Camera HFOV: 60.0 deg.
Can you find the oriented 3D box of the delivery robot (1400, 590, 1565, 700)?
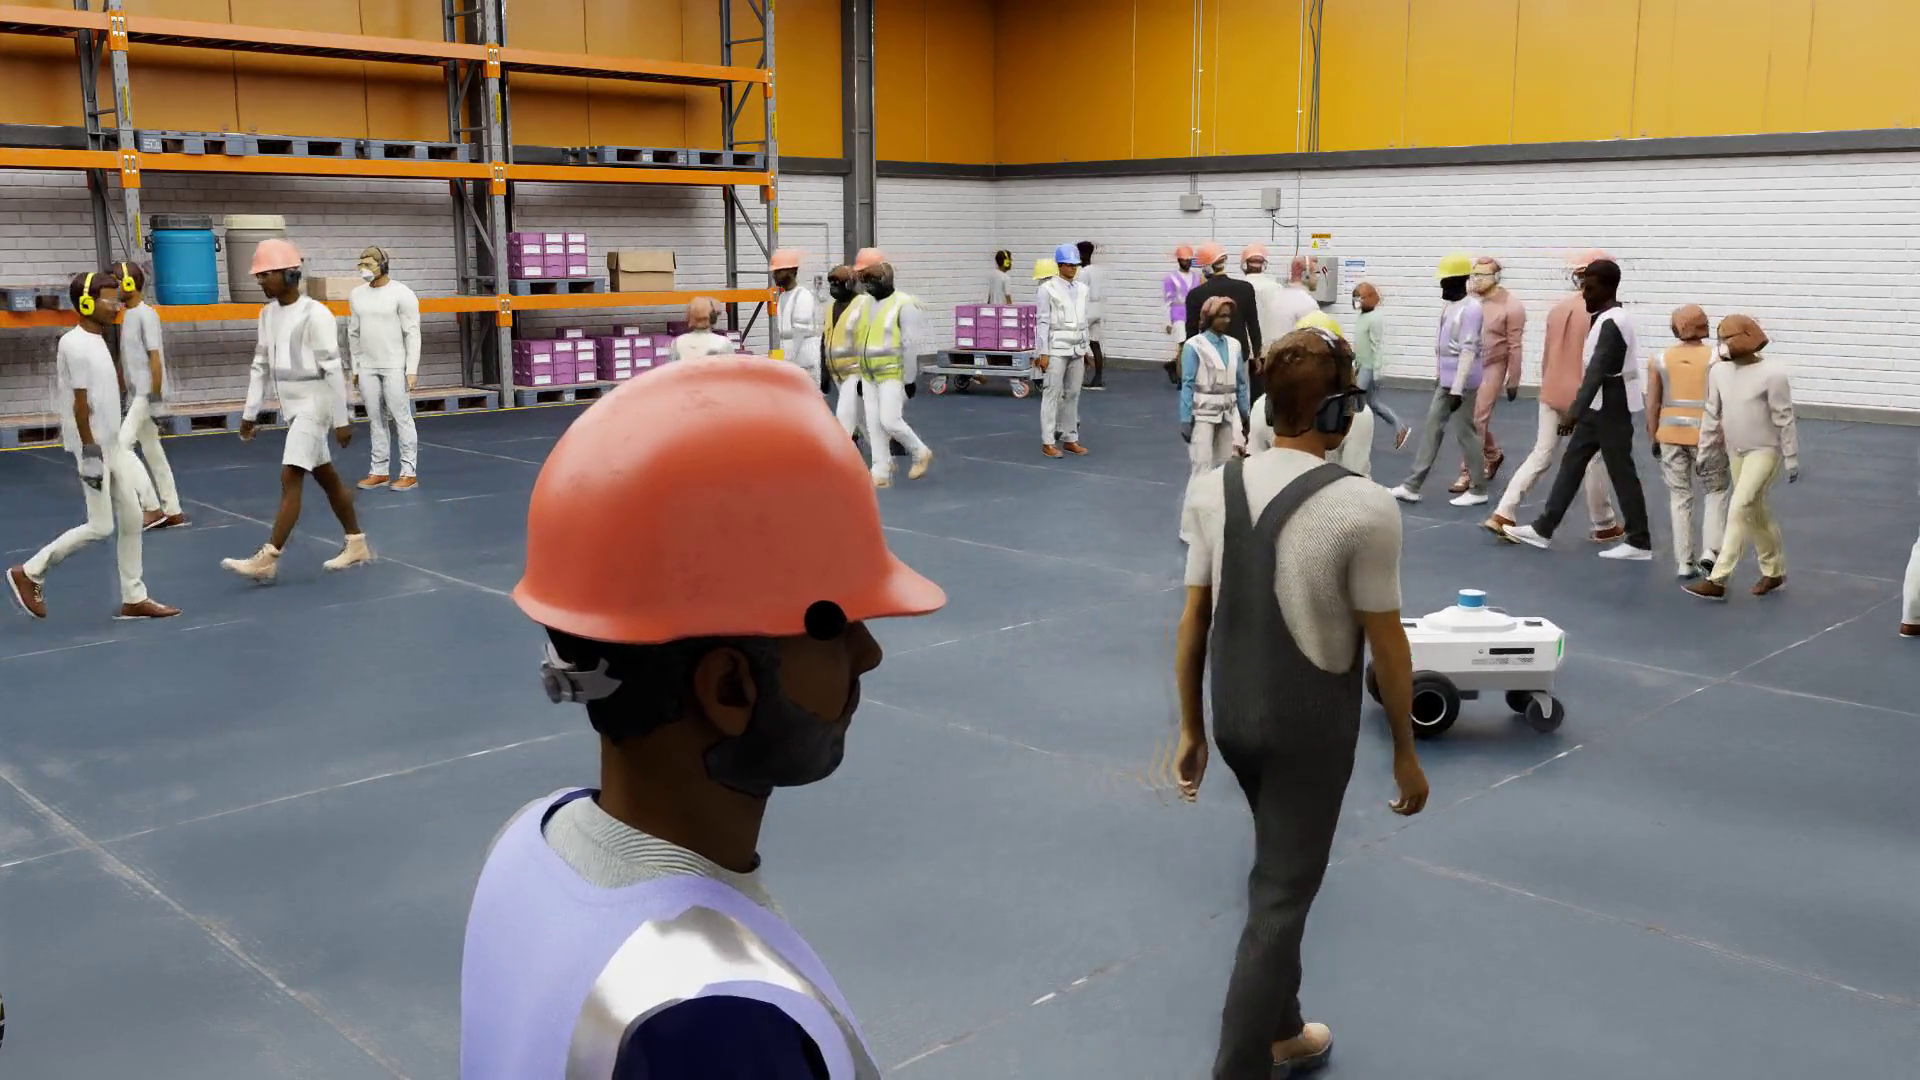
[{"bbox_3d":[2.107,0.449,6.875,0.707,0.478,0.477,0,11,0],"label":"delivery robot"}]

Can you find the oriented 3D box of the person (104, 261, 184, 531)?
[{"bbox_3d":[-5.660,-0.970,11.384,0.581,1.845,0.510,-7,13,-34],"label":"person"}]

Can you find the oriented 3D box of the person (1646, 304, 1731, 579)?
[{"bbox_3d":[4.309,-0.572,9.805,0.555,1.613,0.344,8,13,38],"label":"person"}]

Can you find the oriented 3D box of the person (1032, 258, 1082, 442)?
[{"bbox_3d":[0.923,-1.838,16.224,0.453,1.801,0.626,-5,12,-26],"label":"person"}]

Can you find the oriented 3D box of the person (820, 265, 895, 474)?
[{"bbox_3d":[-0.873,-1.380,13.793,0.937,1.791,0.656,-8,13,-38],"label":"person"}]

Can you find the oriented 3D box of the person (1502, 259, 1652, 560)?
[{"bbox_3d":[3.922,-0.801,10.390,0.955,1.867,0.591,3,11,13],"label":"person"}]

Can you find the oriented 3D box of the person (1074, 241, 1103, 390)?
[{"bbox_3d":[1.535,-2.940,21.839,0.846,1.937,0.632,7,12,33],"label":"person"}]

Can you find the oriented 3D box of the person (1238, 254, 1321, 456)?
[{"bbox_3d":[2.654,-1.363,13.453,0.807,1.879,0.648,-2,11,-11],"label":"person"}]

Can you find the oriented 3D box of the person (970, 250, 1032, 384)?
[{"bbox_3d":[0.561,-3.042,22.763,0.997,1.826,0.536,-4,11,-22],"label":"person"}]

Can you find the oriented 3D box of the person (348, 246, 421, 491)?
[{"bbox_3d":[-4.570,-1.355,13.210,0.635,1.937,0.353,4,11,20],"label":"person"}]

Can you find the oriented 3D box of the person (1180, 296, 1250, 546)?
[{"bbox_3d":[1.657,-0.767,10.838,0.543,1.632,0.367,-9,14,-40],"label":"person"}]

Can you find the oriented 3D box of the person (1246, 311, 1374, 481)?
[{"bbox_3d":[1.305,-0.019,6.479,0.529,1.734,0.661,7,13,35],"label":"person"}]

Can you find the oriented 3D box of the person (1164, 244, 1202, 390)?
[{"bbox_3d":[2.895,-2.914,21.781,0.553,1.913,0.649,-6,12,-28],"label":"person"}]

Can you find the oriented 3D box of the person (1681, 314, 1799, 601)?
[{"bbox_3d":[4.333,-0.447,9.210,0.846,1.586,0.520,-3,11,-18],"label":"person"}]

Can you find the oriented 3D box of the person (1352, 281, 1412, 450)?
[{"bbox_3d":[3.865,-1.596,15.441,0.697,1.605,0.542,-1,10,-3],"label":"person"}]

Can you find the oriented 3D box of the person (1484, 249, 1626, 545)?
[{"bbox_3d":[3.955,-0.915,10.847,1.023,1.941,0.665,-5,11,-24],"label":"person"}]

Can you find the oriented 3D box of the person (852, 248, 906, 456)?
[{"bbox_3d":[-0.867,-1.687,15.125,0.851,1.899,0.572,-4,11,-22],"label":"person"}]

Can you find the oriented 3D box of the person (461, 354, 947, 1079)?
[{"bbox_3d":[-0.182,0.826,1.320,0.358,1.938,0.545,-6,12,-31],"label":"person"}]

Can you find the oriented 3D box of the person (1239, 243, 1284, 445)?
[{"bbox_3d":[2.701,-1.729,15.215,0.626,1.961,0.686,-2,11,-13],"label":"person"}]

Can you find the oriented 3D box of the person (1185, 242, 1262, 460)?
[{"bbox_3d":[2.245,-1.544,14.203,0.669,1.966,0.486,0,10,1],"label":"person"}]

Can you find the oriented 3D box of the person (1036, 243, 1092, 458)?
[{"bbox_3d":[0.960,-1.724,15.198,0.615,1.946,0.391,-8,13,-38],"label":"person"}]

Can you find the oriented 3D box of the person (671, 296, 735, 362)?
[{"bbox_3d":[-1.771,-0.826,11.179,0.533,1.619,0.641,6,12,28],"label":"person"}]

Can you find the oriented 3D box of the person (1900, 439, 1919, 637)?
[{"bbox_3d":[4.933,-0.281,8.231,0.311,1.624,0.493,-2,11,-10],"label":"person"}]

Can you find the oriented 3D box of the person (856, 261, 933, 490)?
[{"bbox_3d":[-0.562,-1.309,13.285,0.553,1.820,0.640,-10,14,-43],"label":"person"}]

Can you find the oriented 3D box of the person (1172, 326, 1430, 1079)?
[{"bbox_3d":[0.797,0.439,3.747,0.720,1.818,0.504,-8,13,-37],"label":"person"}]

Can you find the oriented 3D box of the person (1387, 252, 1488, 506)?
[{"bbox_3d":[3.612,-1.180,12.376,0.813,1.888,0.611,-1,10,-6],"label":"person"}]

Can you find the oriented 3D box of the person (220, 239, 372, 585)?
[{"bbox_3d":[-3.950,-0.746,9.744,0.618,1.986,1.035,9,14,41],"label":"person"}]

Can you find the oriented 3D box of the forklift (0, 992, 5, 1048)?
[{"bbox_3d":[-3.245,0.323,3.363,2.313,2.155,1.214,2,11,13],"label":"forklift"}]

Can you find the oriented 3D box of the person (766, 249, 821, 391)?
[{"bbox_3d":[-1.504,-1.553,14.405,0.884,1.898,0.565,-7,13,-34],"label":"person"}]

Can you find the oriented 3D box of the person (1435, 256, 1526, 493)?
[{"bbox_3d":[4.210,-1.340,13.340,0.949,1.868,0.638,-9,14,-40],"label":"person"}]

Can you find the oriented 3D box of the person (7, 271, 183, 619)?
[{"bbox_3d":[-4.542,-0.466,8.629,0.706,1.840,0.513,-2,11,-9],"label":"person"}]
